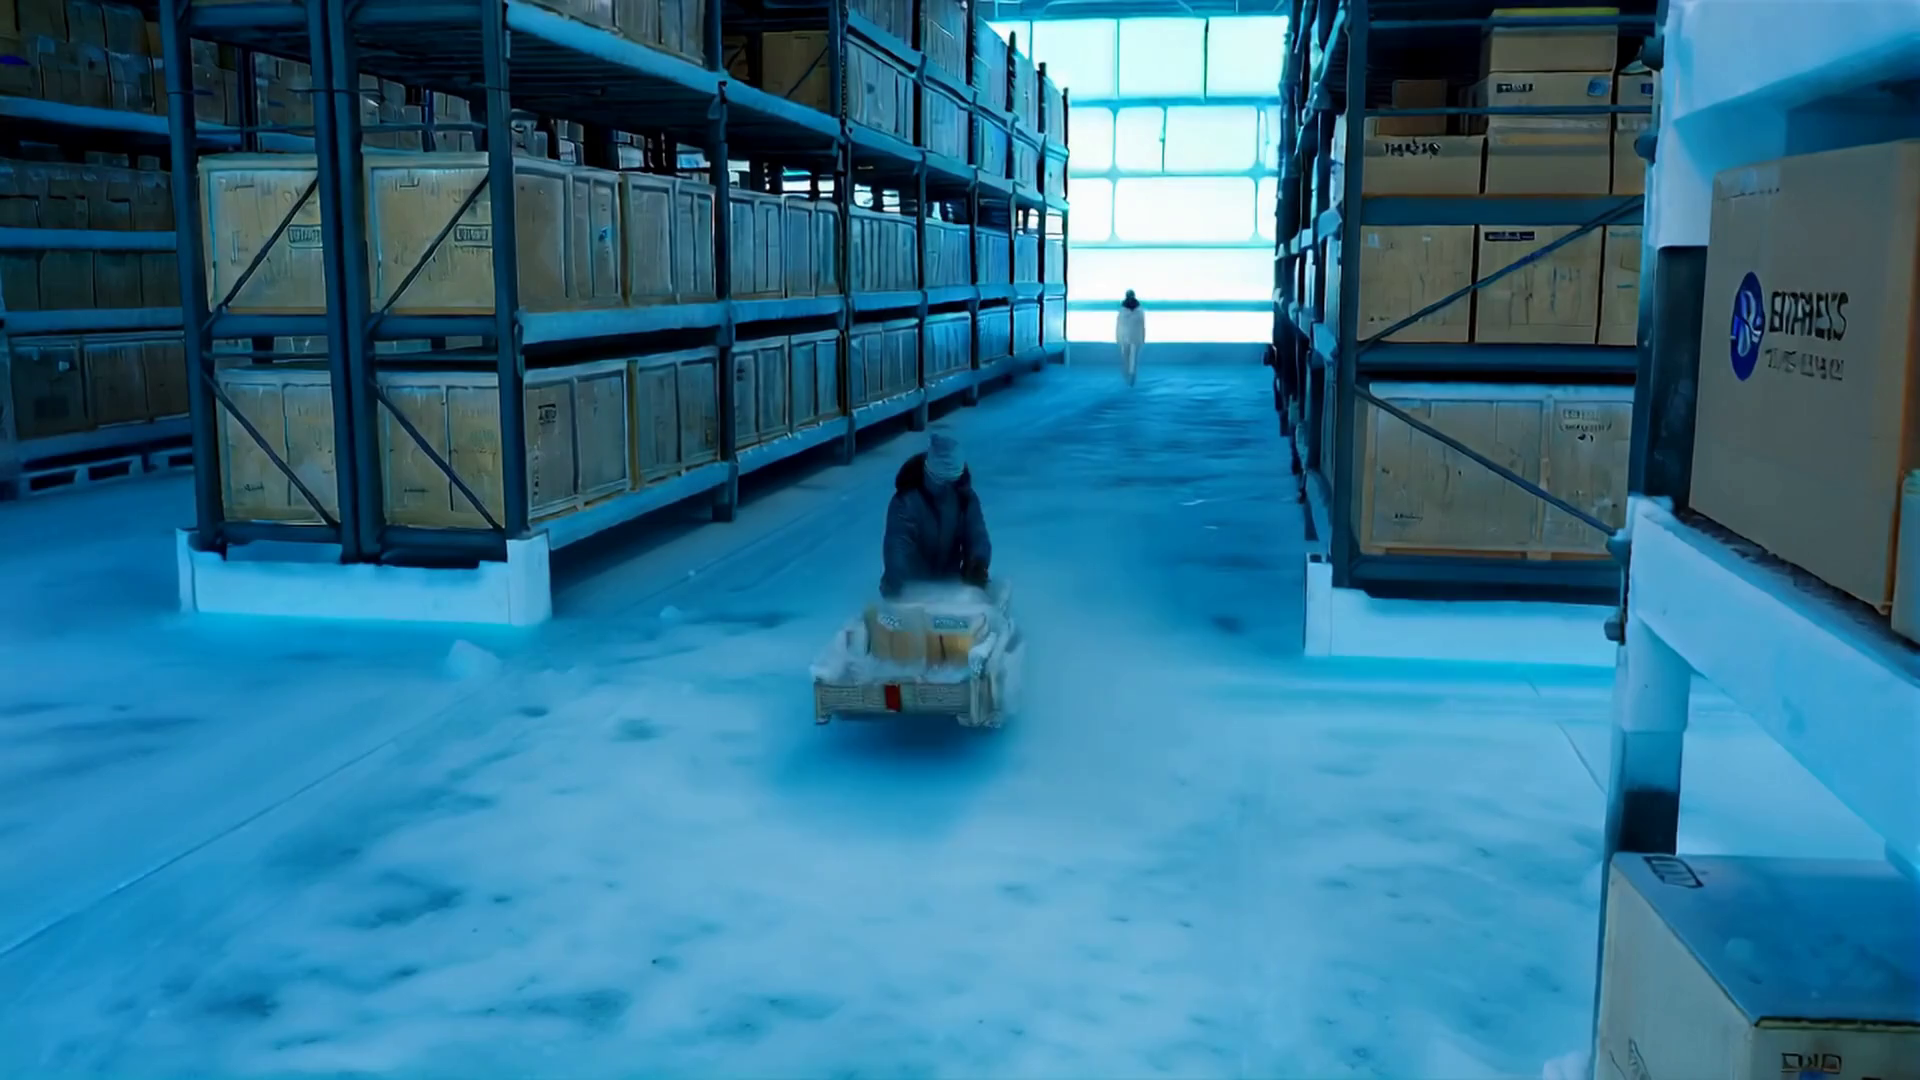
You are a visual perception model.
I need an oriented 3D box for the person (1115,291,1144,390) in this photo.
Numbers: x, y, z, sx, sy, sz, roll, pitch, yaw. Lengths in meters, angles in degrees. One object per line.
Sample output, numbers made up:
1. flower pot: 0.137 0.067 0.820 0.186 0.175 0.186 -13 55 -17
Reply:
1. person: 2.926 -3.440 28.685 0.501 1.689 0.892 1 9 9
